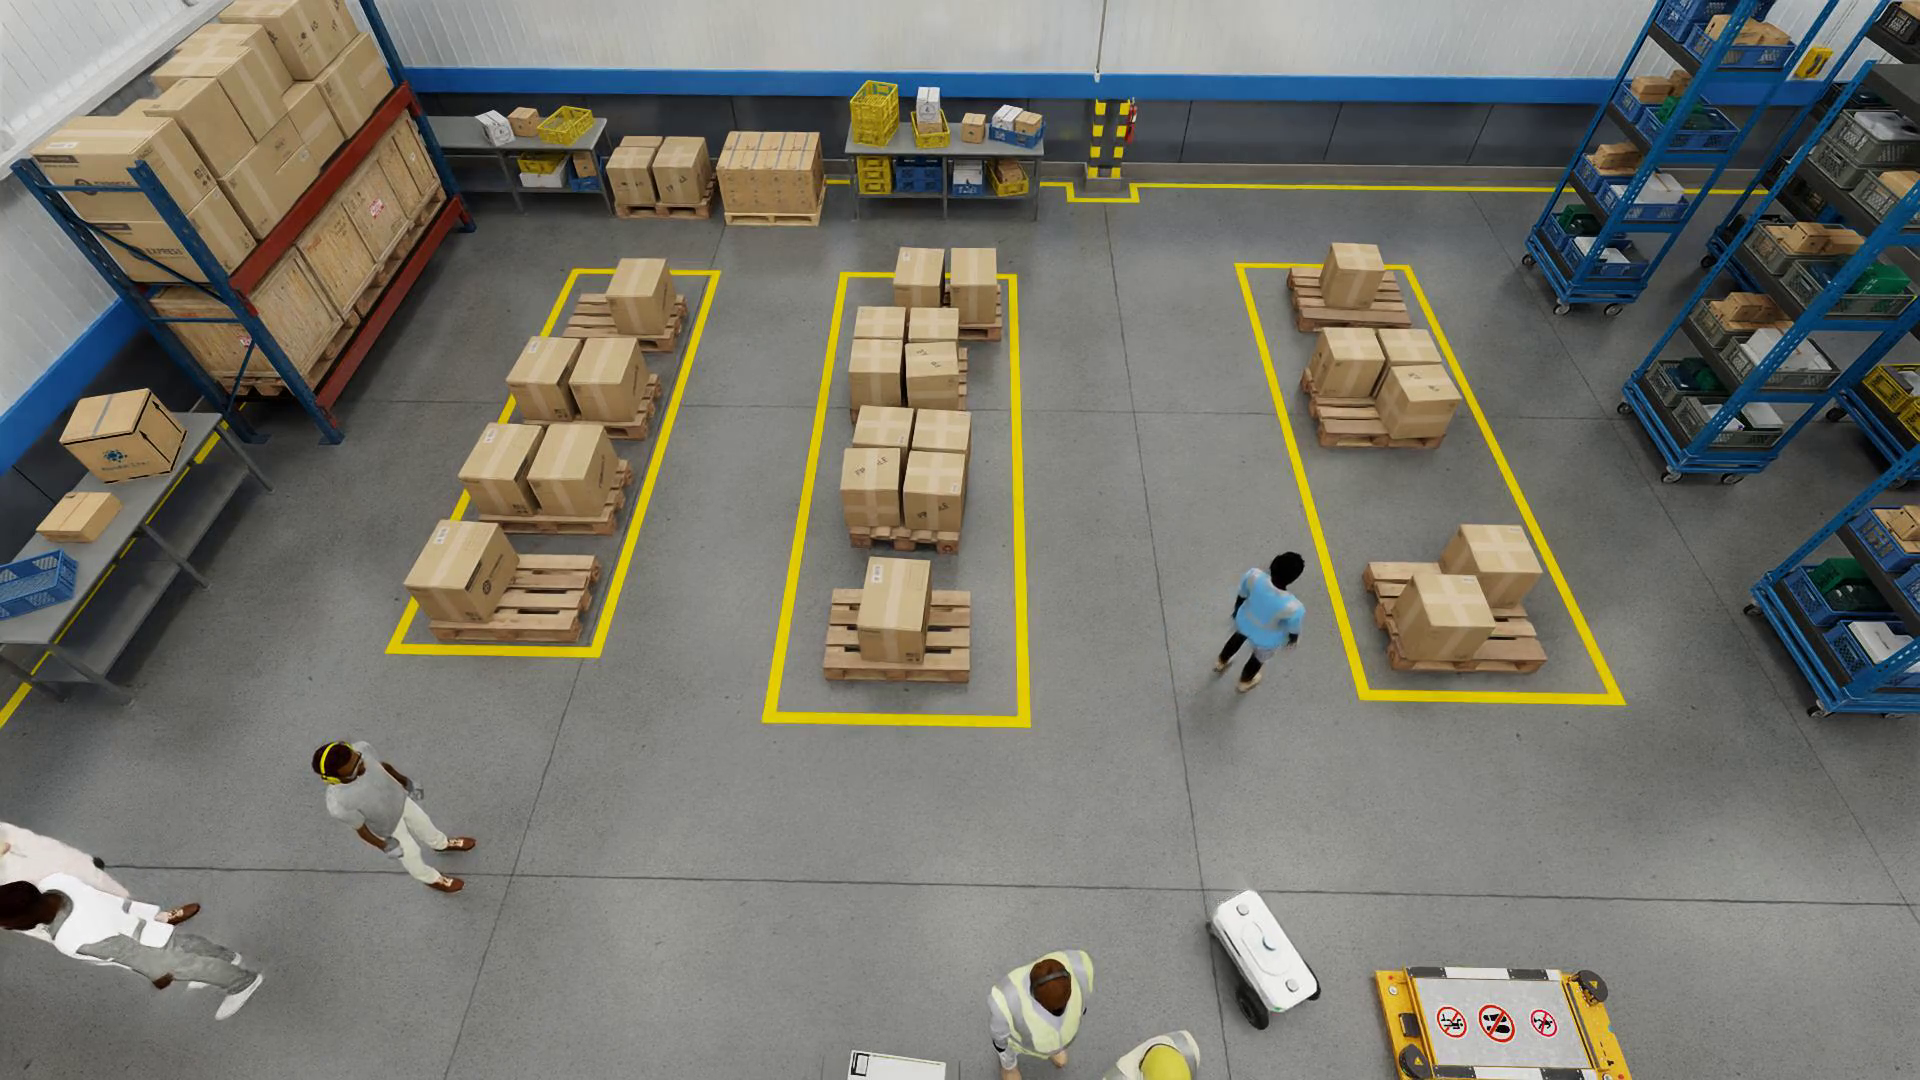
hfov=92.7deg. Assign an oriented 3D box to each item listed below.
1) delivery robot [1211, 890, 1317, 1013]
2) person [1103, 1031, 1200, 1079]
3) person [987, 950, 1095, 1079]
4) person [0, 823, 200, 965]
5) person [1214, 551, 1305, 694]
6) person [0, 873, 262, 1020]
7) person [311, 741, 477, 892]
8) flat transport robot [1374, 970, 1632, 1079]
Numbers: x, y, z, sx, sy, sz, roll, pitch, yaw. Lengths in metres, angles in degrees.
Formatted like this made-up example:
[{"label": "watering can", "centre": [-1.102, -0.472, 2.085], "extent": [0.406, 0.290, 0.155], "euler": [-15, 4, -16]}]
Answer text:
[{"label": "delivery robot", "centre": [1.990, 2.701, 6.026], "extent": [0.477, 0.478, 0.707], "euler": [-20, 54, -16]}, {"label": "person", "centre": [0.991, 3.042, 4.987], "extent": [0.602, 1.830, 0.404], "euler": [-23, 55, -18]}, {"label": "person", "centre": [0.459, 2.741, 5.228], "extent": [0.625, 1.844, 0.429], "euler": [-20, 53, -15]}, {"label": "person", "centre": [-5.433, 2.189, 5.640], "extent": [0.403, 1.902, 0.640], "euler": [-25, 55, -19]}, {"label": "person", "centre": [2.326, 0.663, 7.016], "extent": [0.374, 1.697, 0.553], "euler": [-28, 56, -21]}, {"label": "person", "centre": [-4.906, 2.395, 5.461], "extent": [0.597, 1.916, 0.371], "euler": [30, 57, 22]}, {"label": "person", "centre": [-3.697, 1.790, 5.995], "extent": [0.349, 1.863, 0.515], "euler": [-3, 51, -3]}, {"label": "flat transport robot", "centre": [3.501, 3.133, 5.914], "extent": [1.431, 0.197, 0.652], "euler": [1, 51, 1]}]
